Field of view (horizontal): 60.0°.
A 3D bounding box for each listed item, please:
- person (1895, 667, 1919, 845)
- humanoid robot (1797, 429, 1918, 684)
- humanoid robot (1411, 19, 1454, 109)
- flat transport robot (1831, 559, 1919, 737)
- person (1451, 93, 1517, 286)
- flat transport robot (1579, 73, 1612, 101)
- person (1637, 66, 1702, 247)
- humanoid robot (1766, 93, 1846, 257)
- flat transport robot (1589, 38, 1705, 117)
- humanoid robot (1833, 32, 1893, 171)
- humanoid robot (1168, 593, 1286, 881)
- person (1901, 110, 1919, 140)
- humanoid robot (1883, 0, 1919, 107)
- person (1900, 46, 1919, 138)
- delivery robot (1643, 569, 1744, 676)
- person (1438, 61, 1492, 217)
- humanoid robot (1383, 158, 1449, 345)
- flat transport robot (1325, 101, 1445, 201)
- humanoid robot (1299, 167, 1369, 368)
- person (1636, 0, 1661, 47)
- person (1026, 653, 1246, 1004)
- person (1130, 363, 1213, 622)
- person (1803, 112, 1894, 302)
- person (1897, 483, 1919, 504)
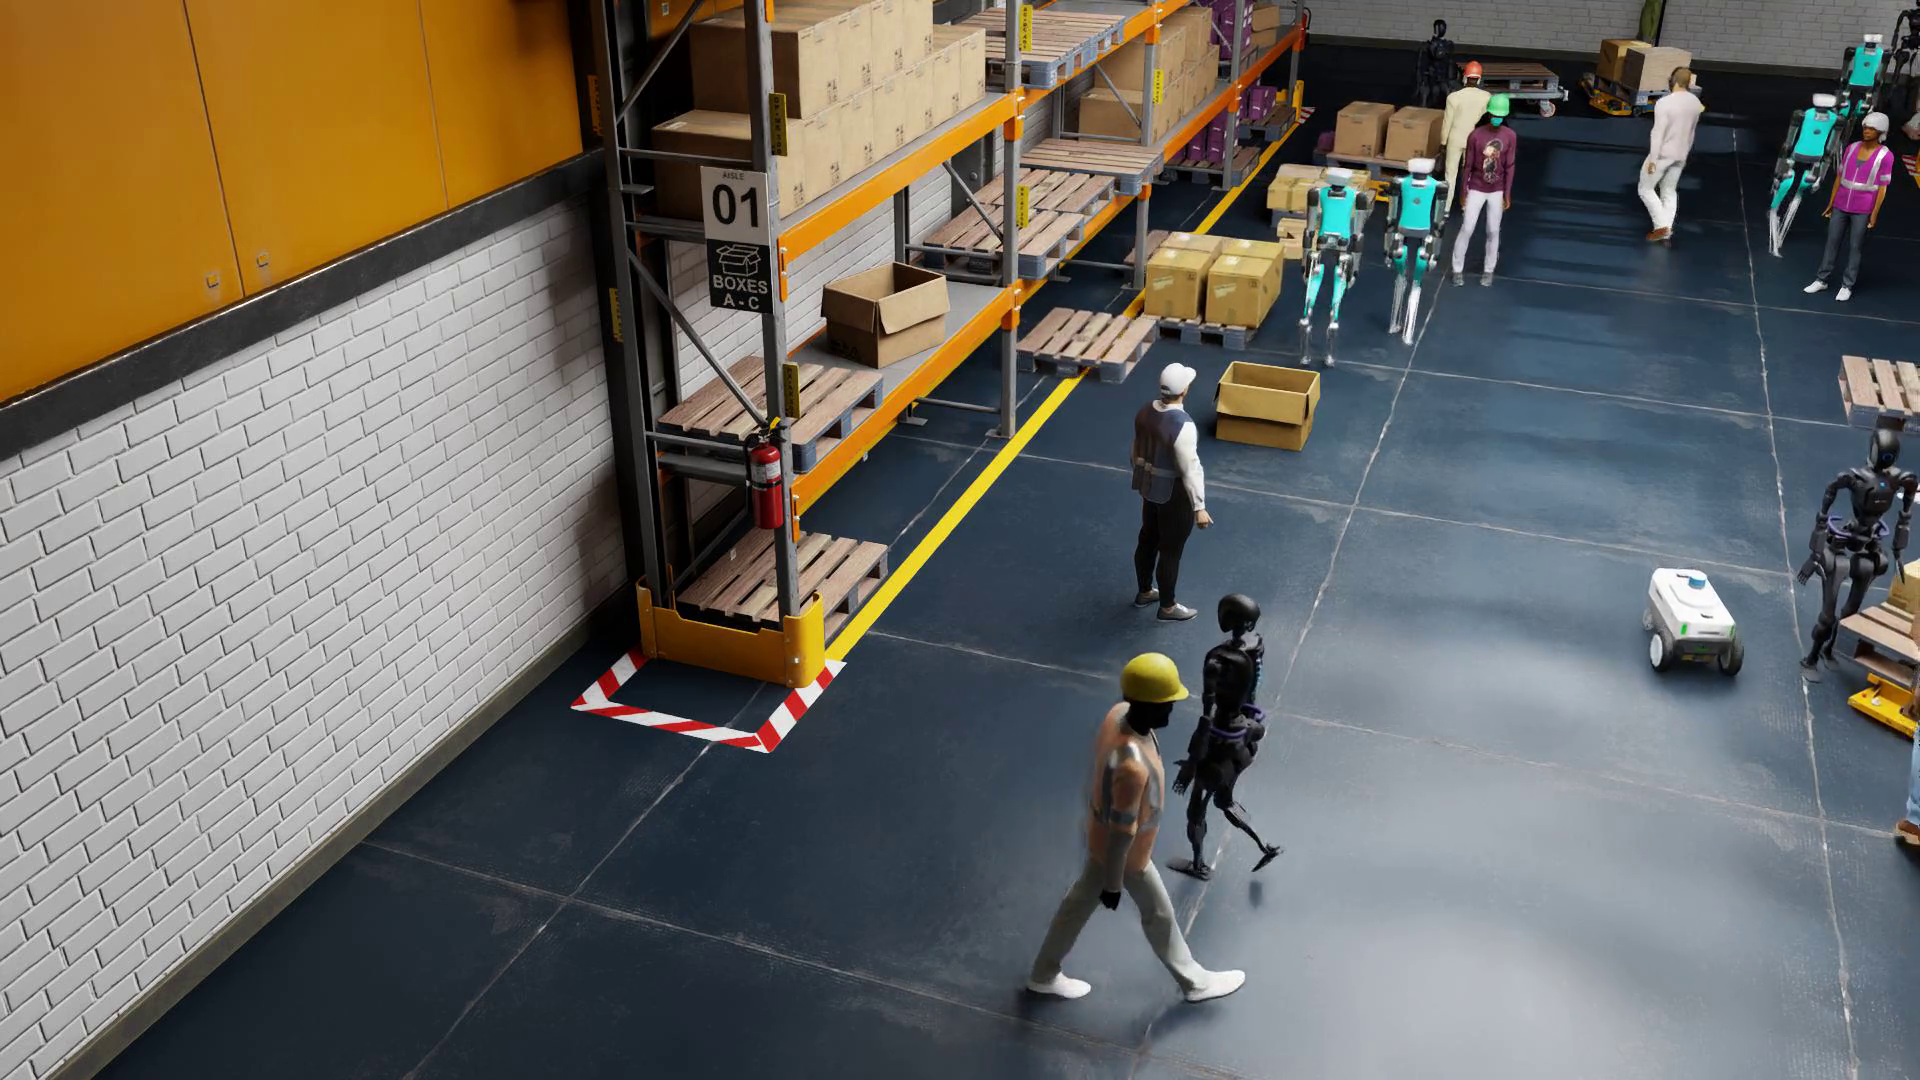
[{"bbox_3d":[5.149,0.787,8.359,0.645,1.972,0.507,12,29,21],"label":"person"},{"bbox_3d":[5.438,0.080,10.072,0.612,1.647,0.411,1,27,2],"label":"humanoid robot"},{"bbox_3d":[6.268,-6.036,21.961,0.603,1.627,0.755,-8,28,-15],"label":"humanoid robot"},{"bbox_3d":[6.107,0.886,10.032,1.431,0.231,0.659,-15,31,-27],"label":"flat transport robot"},{"bbox_3d":[5.301,-3.541,16.802,0.496,1.938,0.480,1,27,2],"label":"person"},{"bbox_3d":[9.669,-6.691,24.729,0.659,0.231,1.431,5,28,9],"label":"flat transport robot"},{"bbox_3d":[7.669,-4.125,17.963,0.654,1.908,0.510,-11,29,-20],"label":"person"},{"bbox_3d":[8.969,-3.959,17.846,0.545,1.775,0.858,6,28,11],"label":"humanoid robot"},{"bbox_3d":[9.907,-6.303,23.977,1.431,0.231,0.659,-4,28,-8],"label":"flat transport robot"},{"bbox_3d":[11.254,-5.553,20.980,0.530,1.778,1.016,9,29,17],"label":"humanoid robot"},{"bbox_3d":[1.355,1.031,8.235,0.569,1.640,0.605,20,33,33],"label":"humanoid robot"},{"bbox_3d":[13.098,-6.273,22.219,0.530,1.828,0.632,9,29,17],"label":"person"},{"bbox_3d":[13.731,-7.057,23.958,0.602,1.631,0.783,20,33,34],"label":"humanoid robot"},{"bbox_3d":[12.961,-6.182,22.141,0.430,1.731,0.537,-9,29,-17],"label":"person"},{"bbox_3d":[4.601,0.485,10.486,0.499,0.585,0.784,2,27,4],"label":"delivery robot"},{"bbox_3d":[5.752,-4.575,19.003,0.571,1.749,0.330,-2,27,-3],"label":"person"},{"bbox_3d":[4.206,-2.698,15.425,0.541,1.816,0.769,10,29,18],"label":"humanoid robot"},{"bbox_3d":[5.161,-4.407,20.299,0.659,0.231,1.431,14,30,25],"label":"flat transport robot"},{"bbox_3d":[3.235,-2.350,14.659,0.531,1.754,0.708,10,29,18],"label":"humanoid robot"},{"bbox_3d":[10.259,-7.538,24.879,0.280,1.633,0.498,1,27,2],"label":"person"},{"bbox_3d":[0.788,1.320,7.434,1.039,1.865,0.601,-1,27,-2],"label":"person"},{"bbox_3d":[1.328,-0.306,10.714,0.410,1.758,0.768,-15,31,-26],"label":"person"},{"bbox_3d":[8.815,-3.287,16.403,0.338,1.847,0.507,-20,33,-34],"label":"person"},{"bbox_3d":[7.327,-1.043,12.289,0.500,1.626,0.287,-22,34,-36],"label":"person"}]
